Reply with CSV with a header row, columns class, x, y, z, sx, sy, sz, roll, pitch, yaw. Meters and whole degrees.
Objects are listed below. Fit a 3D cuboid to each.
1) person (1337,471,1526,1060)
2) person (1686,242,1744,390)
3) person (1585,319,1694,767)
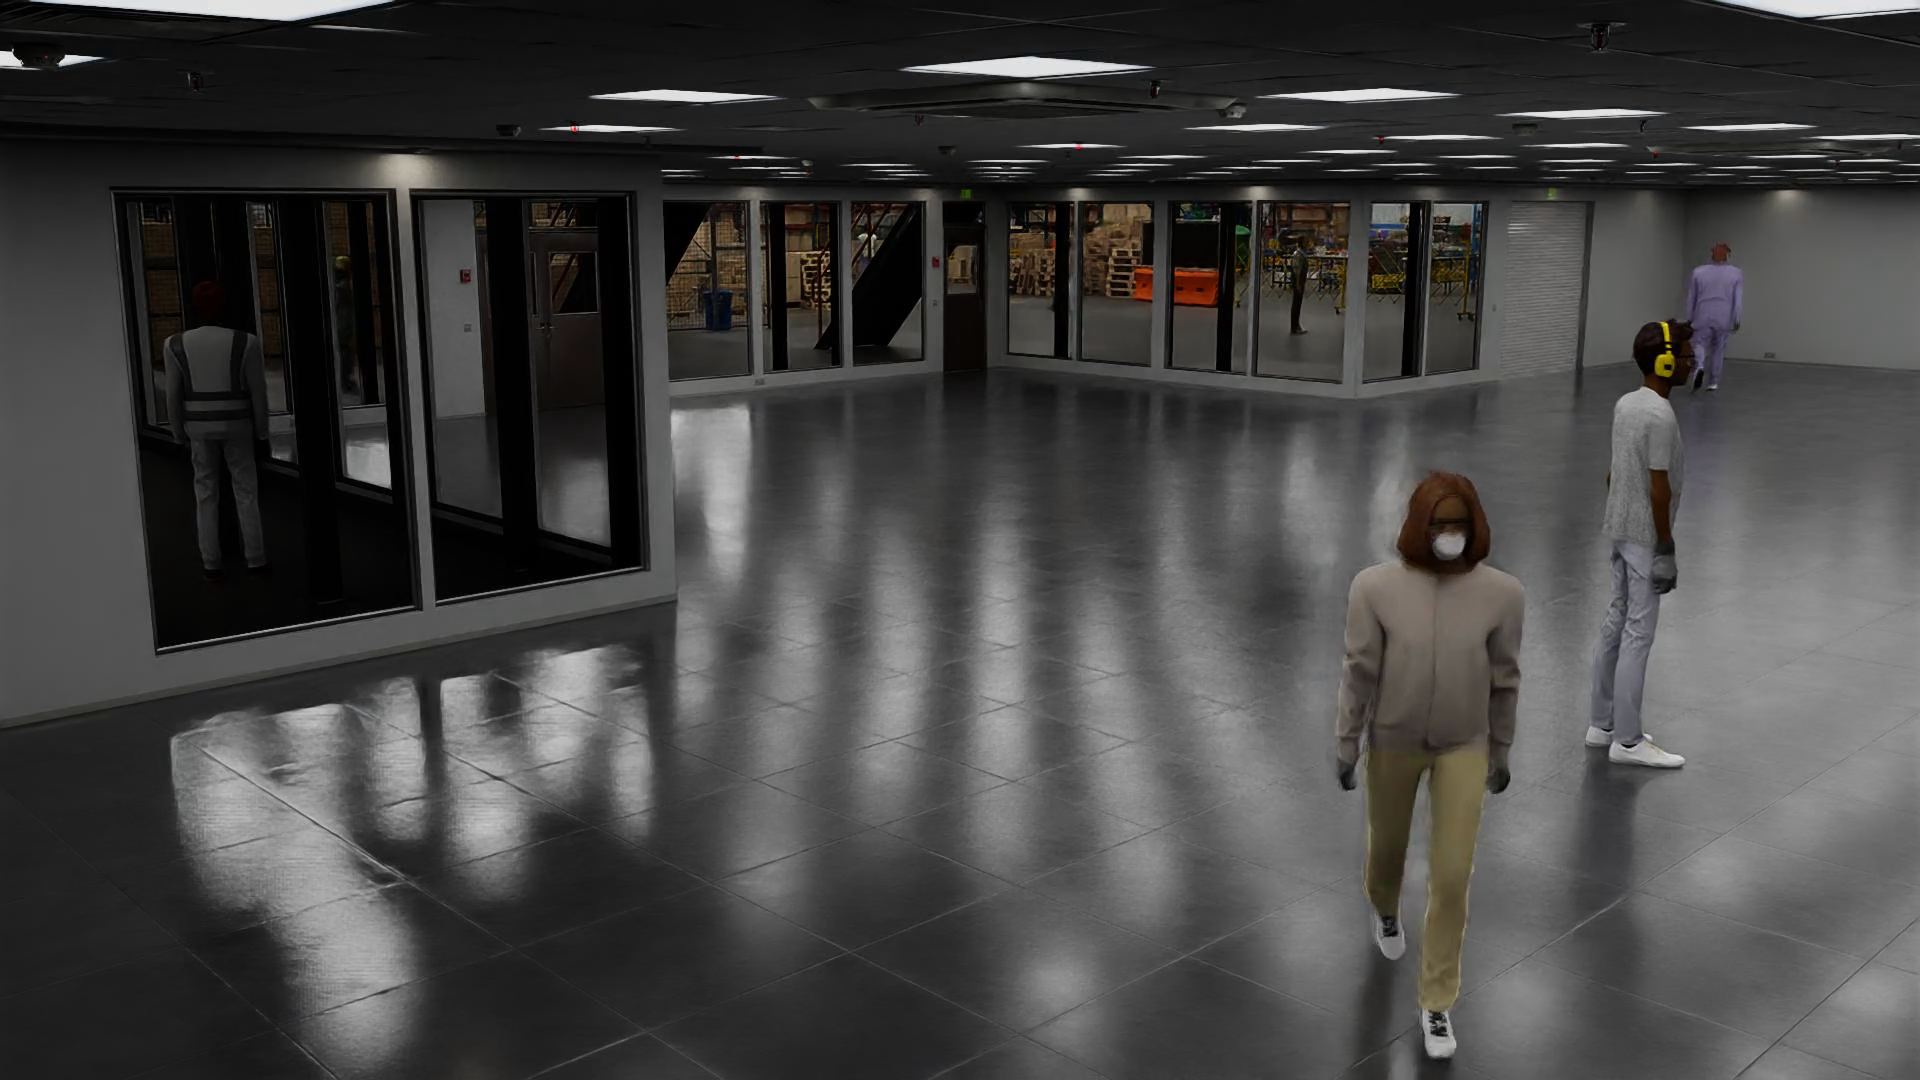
class,x,y,z,sx,sy,sz,roll,pitch,yaw
person,1.349,0.577,4.822,0.504,1.601,0.808,2,11,10
person,9.640,-2.846,21.247,0.662,1.892,0.473,6,13,26
person,2.886,0.011,7.006,0.329,1.874,0.518,0,11,1
